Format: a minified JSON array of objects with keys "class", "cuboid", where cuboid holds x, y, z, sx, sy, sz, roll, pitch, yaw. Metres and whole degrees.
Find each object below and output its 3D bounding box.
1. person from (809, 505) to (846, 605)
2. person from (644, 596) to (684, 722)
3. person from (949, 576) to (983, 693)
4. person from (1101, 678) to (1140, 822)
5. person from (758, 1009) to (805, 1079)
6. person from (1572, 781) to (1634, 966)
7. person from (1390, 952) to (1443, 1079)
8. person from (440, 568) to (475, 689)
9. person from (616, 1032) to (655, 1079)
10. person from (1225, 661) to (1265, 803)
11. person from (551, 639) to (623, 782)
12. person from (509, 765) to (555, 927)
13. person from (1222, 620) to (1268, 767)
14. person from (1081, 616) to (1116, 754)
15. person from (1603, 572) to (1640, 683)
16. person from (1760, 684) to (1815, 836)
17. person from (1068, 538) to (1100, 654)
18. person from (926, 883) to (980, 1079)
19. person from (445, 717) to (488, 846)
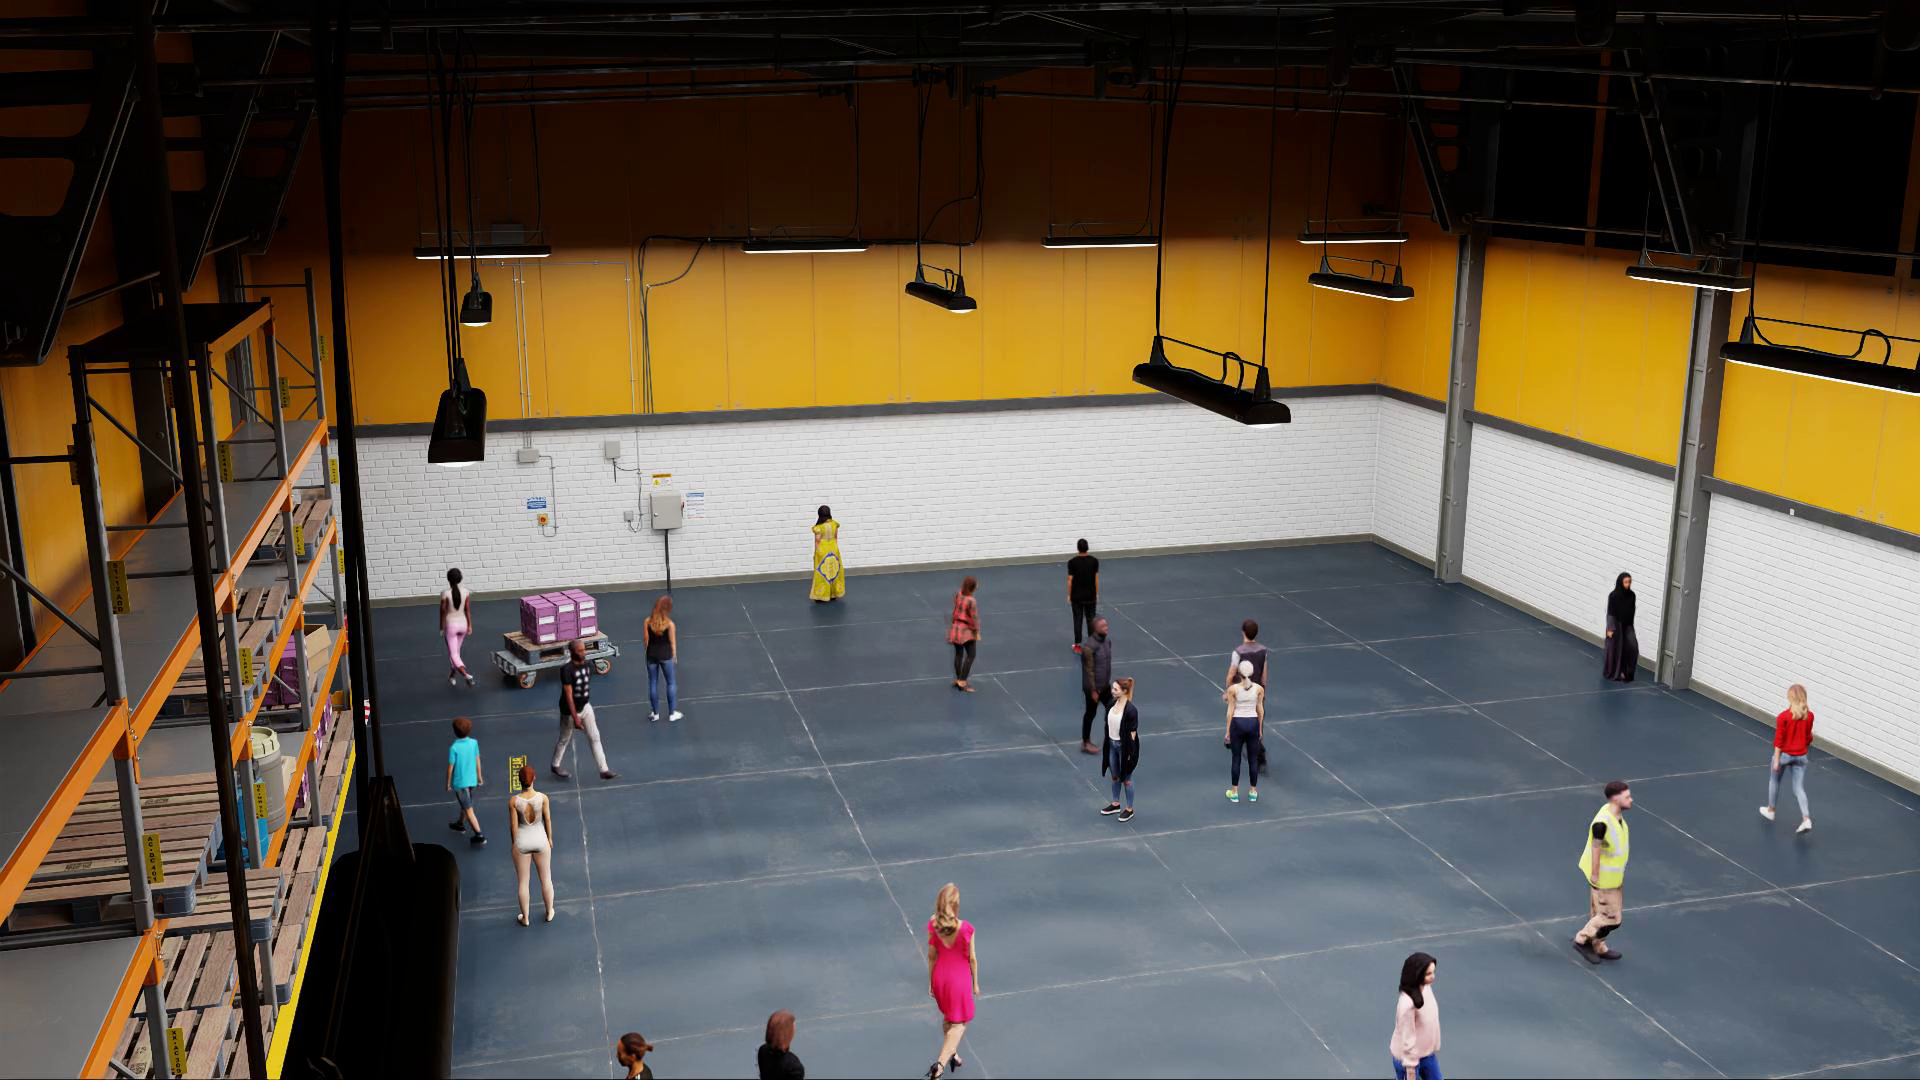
[{"class":"person","cuboid":[-2.245,0.219,27.848,0.982,1.660,0.971,-12,18,-40]},{"class":"person","cuboid":[-4.004,1.577,22.163,0.680,1.696,0.625,-1,14,-2]},{"class":"person","cuboid":[0.028,1.288,23.400,0.653,1.677,0.816,10,17,36]},{"class":"person","cuboid":[1.847,2.362,18.952,0.772,1.683,0.646,-11,18,-39]},{"class":"person","cuboid":[-1.264,4.107,11.707,0.602,1.700,0.719,13,19,43]},{"class":"person","cuboid":[5.985,3.100,15.589,0.911,1.832,0.850,7,15,28]},{"class":"person","cuboid":[3.339,3.877,12.541,0.834,1.755,0.807,12,18,41]},{"class":"person","cuboid":[-7.040,1.288,23.332,0.928,1.709,1.185,-12,18,-41]},{"class":"person","cuboid":[-2.189,4.172,11.508,0.651,1.667,0.469,-3,14,-12]},{"class":"person","cuboid":[3.333,2.229,19.456,0.639,1.703,0.598,-1,14,-3]},{"class":"person","cuboid":[-4.692,2.075,19.999,1.247,1.748,1.207,7,15,28]},{"class":"person","cuboid":[-4.230,2.999,16.402,0.577,1.644,0.510,-6,15,-22]},{"class":"person","cuboid":[3.575,1.925,20.486,0.879,1.810,1.256,-8,16,-30]},{"class":"person","cuboid":[1.653,1.826,20.888,1.025,1.813,0.949,12,18,40]},{"class":"person","cuboid":[9.426,1.210,23.865,0.641,1.610,0.812,-3,14,-11]},{"class":"person","cuboid":[9.303,2.471,18.527,0.755,1.671,1.160,-1,14,-5]},{"class":"person","cuboid":[1.861,0.837,25.095,0.667,1.756,0.619,-1,14,-2]},{"class":"person","cuboid":[-0.095,3.662,13.541,0.937,1.701,1.018,7,15,26]},{"class":"person","cuboid":[-5.399,2.667,18.260,0.998,1.414,0.887,10,17,36]}]
